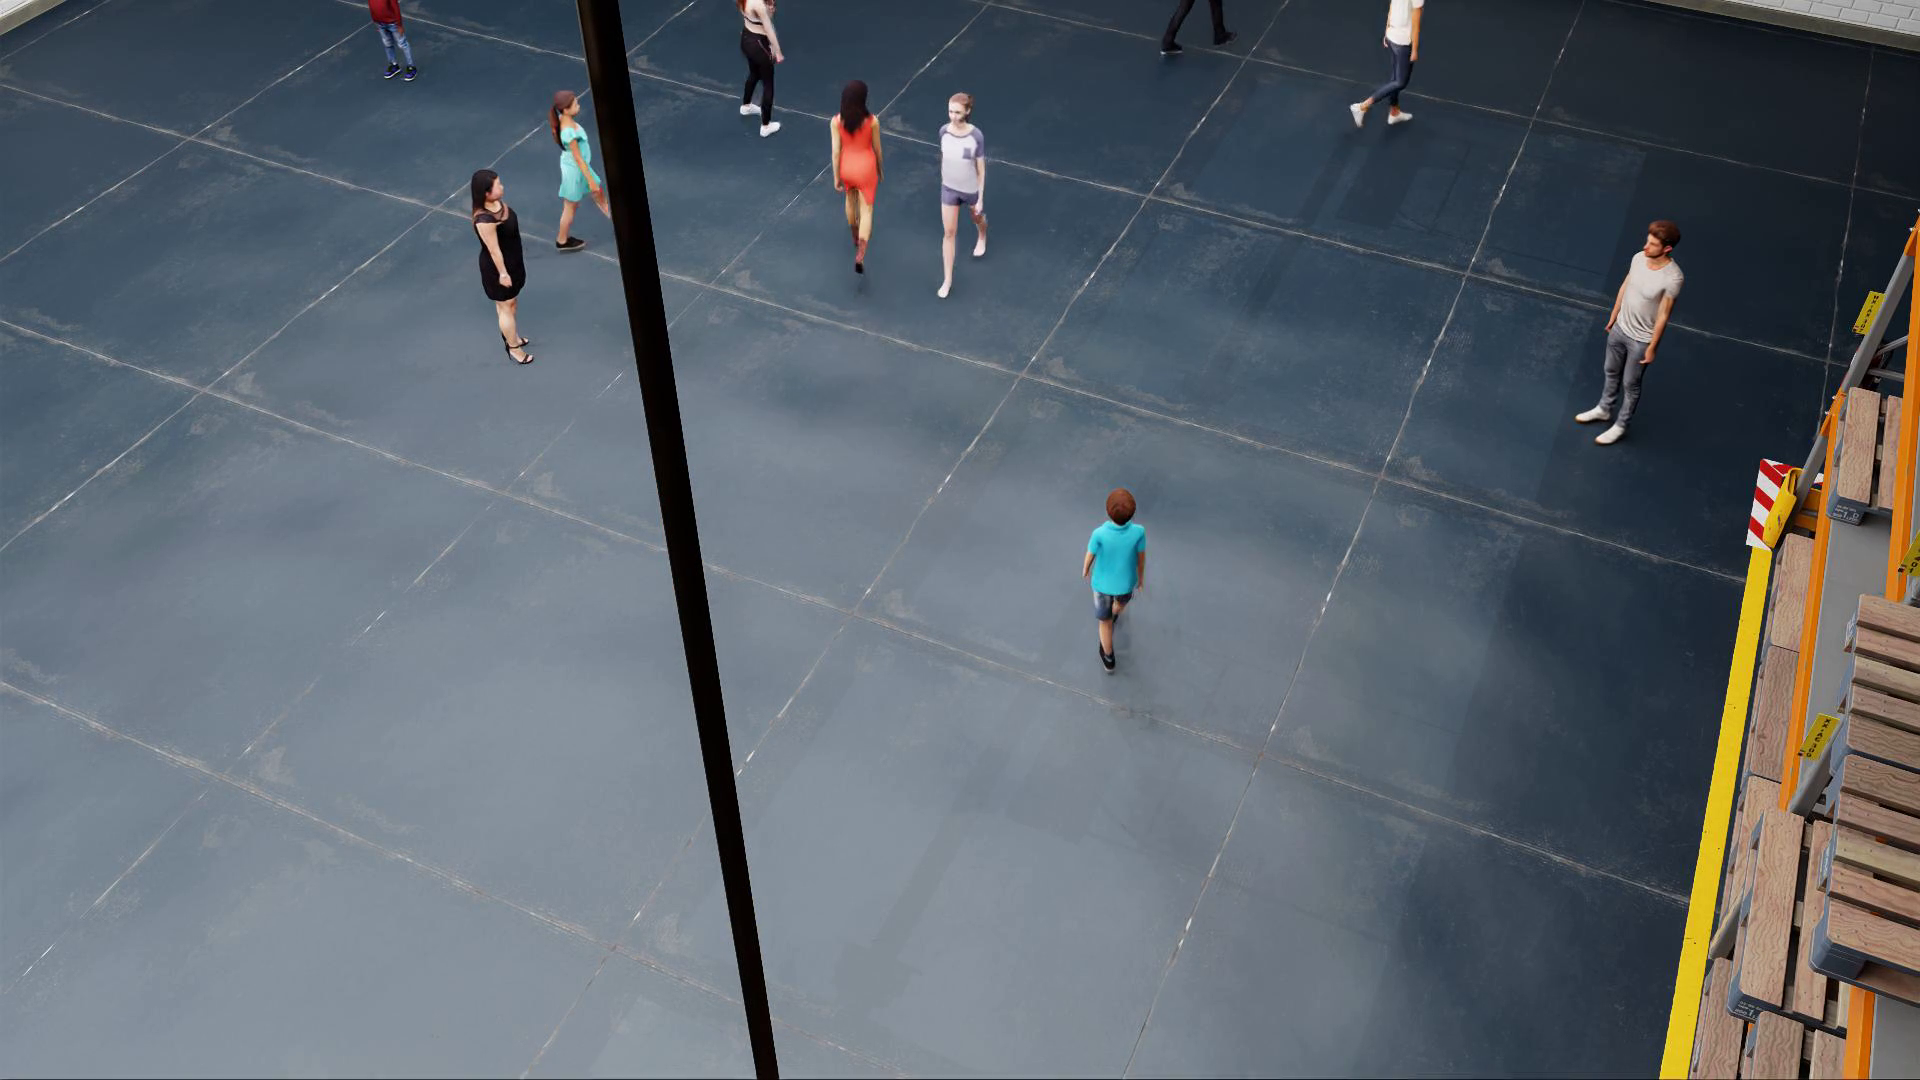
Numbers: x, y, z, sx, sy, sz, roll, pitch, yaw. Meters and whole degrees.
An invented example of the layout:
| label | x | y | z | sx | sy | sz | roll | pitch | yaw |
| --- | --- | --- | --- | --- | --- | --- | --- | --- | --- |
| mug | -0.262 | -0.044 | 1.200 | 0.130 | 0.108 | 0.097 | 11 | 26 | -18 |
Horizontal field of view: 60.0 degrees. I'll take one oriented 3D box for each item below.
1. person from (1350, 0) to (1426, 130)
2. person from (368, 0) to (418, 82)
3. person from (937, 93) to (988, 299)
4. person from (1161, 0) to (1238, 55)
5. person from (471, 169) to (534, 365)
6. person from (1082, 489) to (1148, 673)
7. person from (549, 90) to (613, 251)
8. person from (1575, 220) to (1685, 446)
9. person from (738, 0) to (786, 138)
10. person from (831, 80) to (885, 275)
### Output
| label | x | y | z | sx | sy | sz | roll | pitch | yaw |
| --- | --- | --- | --- | --- | --- | --- | --- | --- | --- |
| person | 4.153 | -4.744 | 15.933 | 1.046 | 1.794 | 1.010 | -13 | 45 | -13 |
| person | -5.811 | -5.303 | 16.911 | 0.512 | 1.253 | 0.507 | 13 | 45 | 13 |
| person | 0.063 | -3.027 | 14.183 | 0.682 | 1.721 | 1.184 | 13 | 45 | 13 |
| person | 2.406 | -5.774 | 17.044 | 1.243 | 1.753 | 1.046 | -24 | 48 | -23 |
| person | -3.684 | -2.196 | 13.313 | 0.822 | 1.718 | 0.742 | -9 | 44 | -9 |
| person | 1.028 | 0.295 | 10.909 | 0.817 | 1.427 | 0.948 | -6 | 44 | -6 |
| person | -3.420 | -3.179 | 14.490 | 1.033 | 1.518 | 0.998 | -12 | 45 | -13 |
| person | 5.113 | -1.579 | 12.542 | 0.794 | 1.889 | 0.749 | -17 | 46 | -17 |
| person | -1.955 | -4.669 | 15.899 | 0.805 | 1.732 | 0.810 | -31 | 52 | -29 |
| person | -0.867 | -3.101 | 14.276 | 0.846 | 1.700 | 1.158 | 3 | 44 | 3 |
